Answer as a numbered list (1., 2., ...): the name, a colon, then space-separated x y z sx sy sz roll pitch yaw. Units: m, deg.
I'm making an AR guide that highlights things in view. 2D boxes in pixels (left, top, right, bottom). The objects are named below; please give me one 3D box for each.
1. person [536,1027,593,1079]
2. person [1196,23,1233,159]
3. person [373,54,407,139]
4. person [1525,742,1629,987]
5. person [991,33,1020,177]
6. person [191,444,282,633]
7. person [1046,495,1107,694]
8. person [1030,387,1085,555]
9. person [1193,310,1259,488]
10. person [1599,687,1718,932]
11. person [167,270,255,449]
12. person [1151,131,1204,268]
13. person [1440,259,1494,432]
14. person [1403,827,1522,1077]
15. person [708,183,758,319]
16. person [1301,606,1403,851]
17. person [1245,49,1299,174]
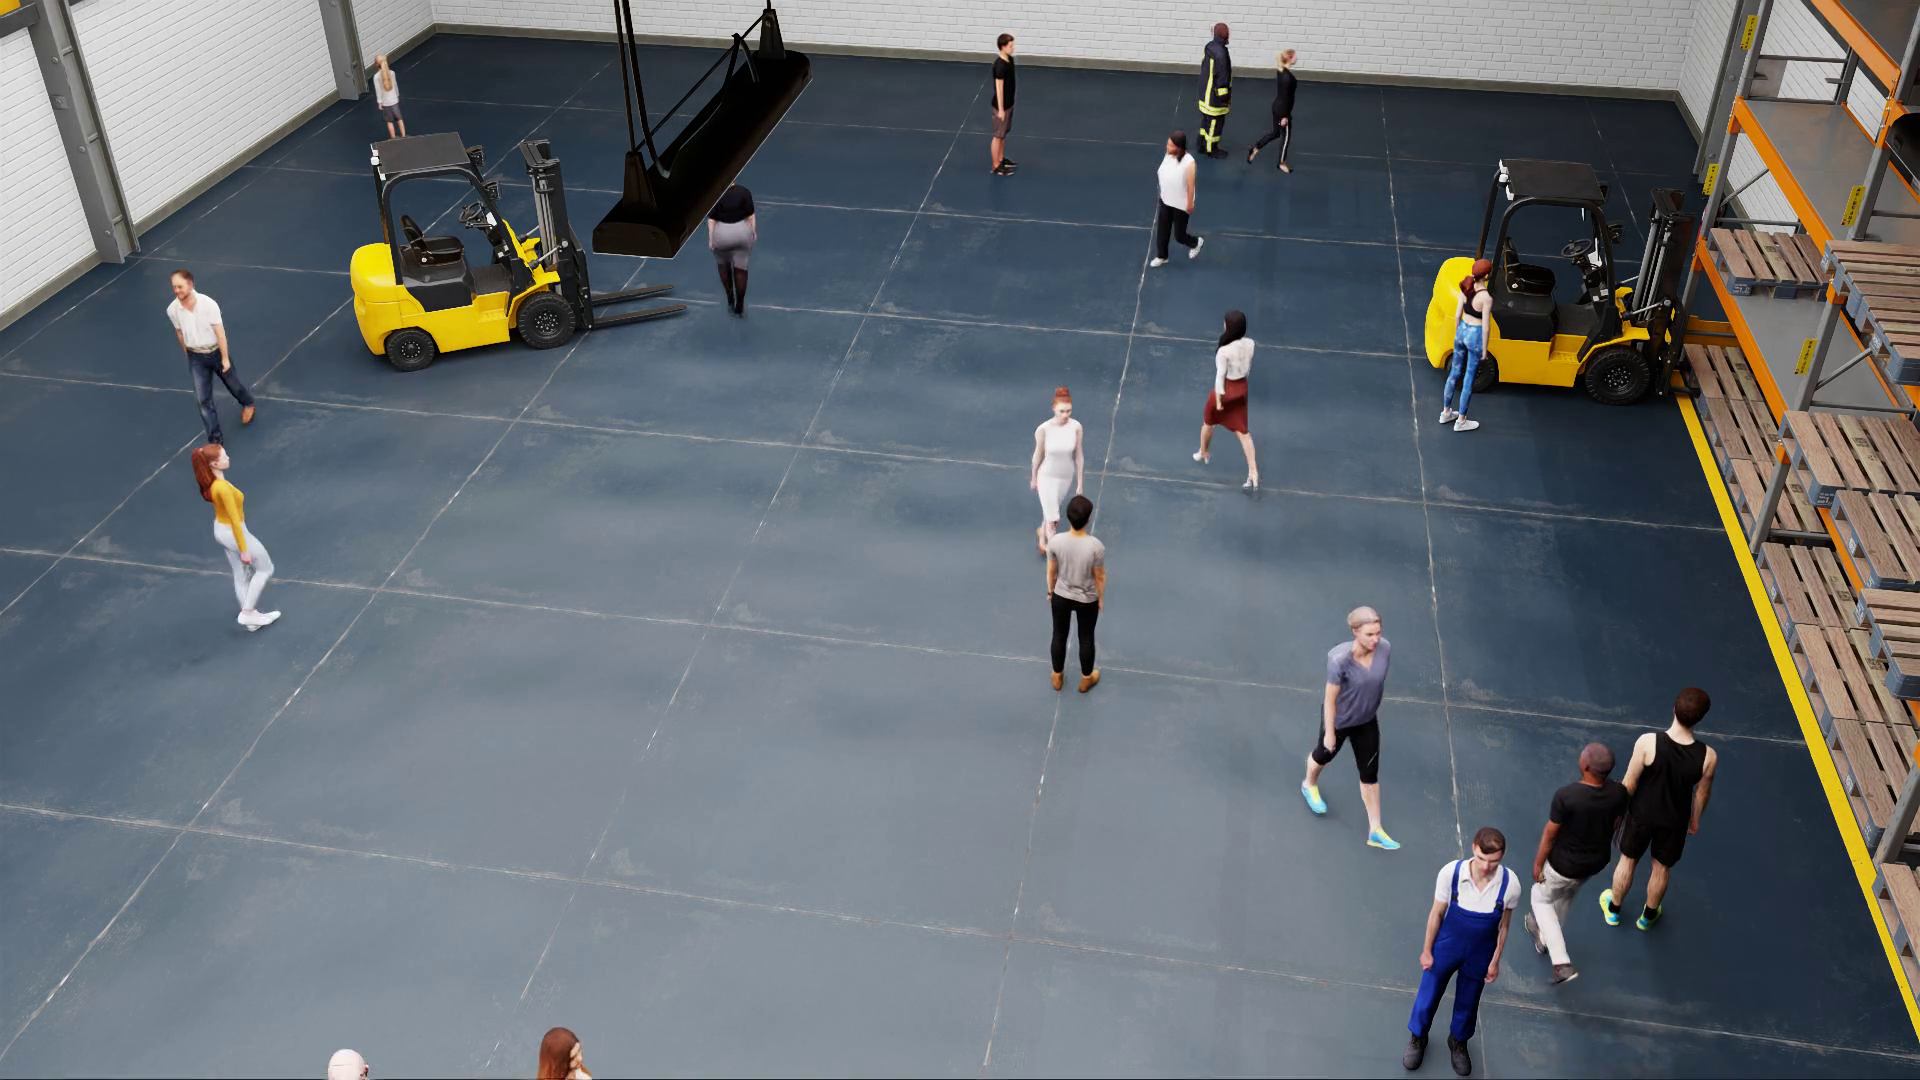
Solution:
1. person: -2.165 3.145 8.734 0.767 1.675 1.078 9 35 13
2. person: 3.442 -6.107 22.518 0.914 1.825 0.787 -8 34 -12
3. person: -7.892 -6.076 22.967 0.650 1.275 0.568 22 40 30
4. person: 3.828 2.041 10.294 0.870 1.786 1.081 -5 34 -8
5. person: 0.563 -5.777 21.988 0.748 1.861 0.553 10 35 15
6. person: -5.901 0.028 13.364 0.728 1.741 0.766 28 43 35
7. person: 0.883 0.417 12.797 0.619 1.721 0.536 8 34 12
8. person: 0.799 -0.545 14.217 0.900 1.750 1.159 -9 35 -13
9. person: 2.555 -1.271 15.347 1.027 1.710 1.163 -16 37 -23
10. person: 4.472 1.739 10.655 0.717 1.889 0.603 10 35 15
11. person: -7.189 -1.805 16.051 0.852 1.819 1.321 -1 34 -2
12. person: 2.580 -3.997 19.487 0.985 1.667 0.939 -15 37 -22
13. person: 4.977 -1.911 16.241 0.752 1.785 0.689 -19 38 -26
14. person: 2.952 2.374 9.734 0.620 1.851 0.553 7 34 10
15. person: -2.503 -3.267 18.336 0.837 1.725 0.901 -6 34 -9
16. person: 2.635 1.202 11.508 1.067 1.840 1.282 -12 35 -17
17. person: 4.160 -5.631 21.929 0.844 1.685 0.934 -3 34 -5
